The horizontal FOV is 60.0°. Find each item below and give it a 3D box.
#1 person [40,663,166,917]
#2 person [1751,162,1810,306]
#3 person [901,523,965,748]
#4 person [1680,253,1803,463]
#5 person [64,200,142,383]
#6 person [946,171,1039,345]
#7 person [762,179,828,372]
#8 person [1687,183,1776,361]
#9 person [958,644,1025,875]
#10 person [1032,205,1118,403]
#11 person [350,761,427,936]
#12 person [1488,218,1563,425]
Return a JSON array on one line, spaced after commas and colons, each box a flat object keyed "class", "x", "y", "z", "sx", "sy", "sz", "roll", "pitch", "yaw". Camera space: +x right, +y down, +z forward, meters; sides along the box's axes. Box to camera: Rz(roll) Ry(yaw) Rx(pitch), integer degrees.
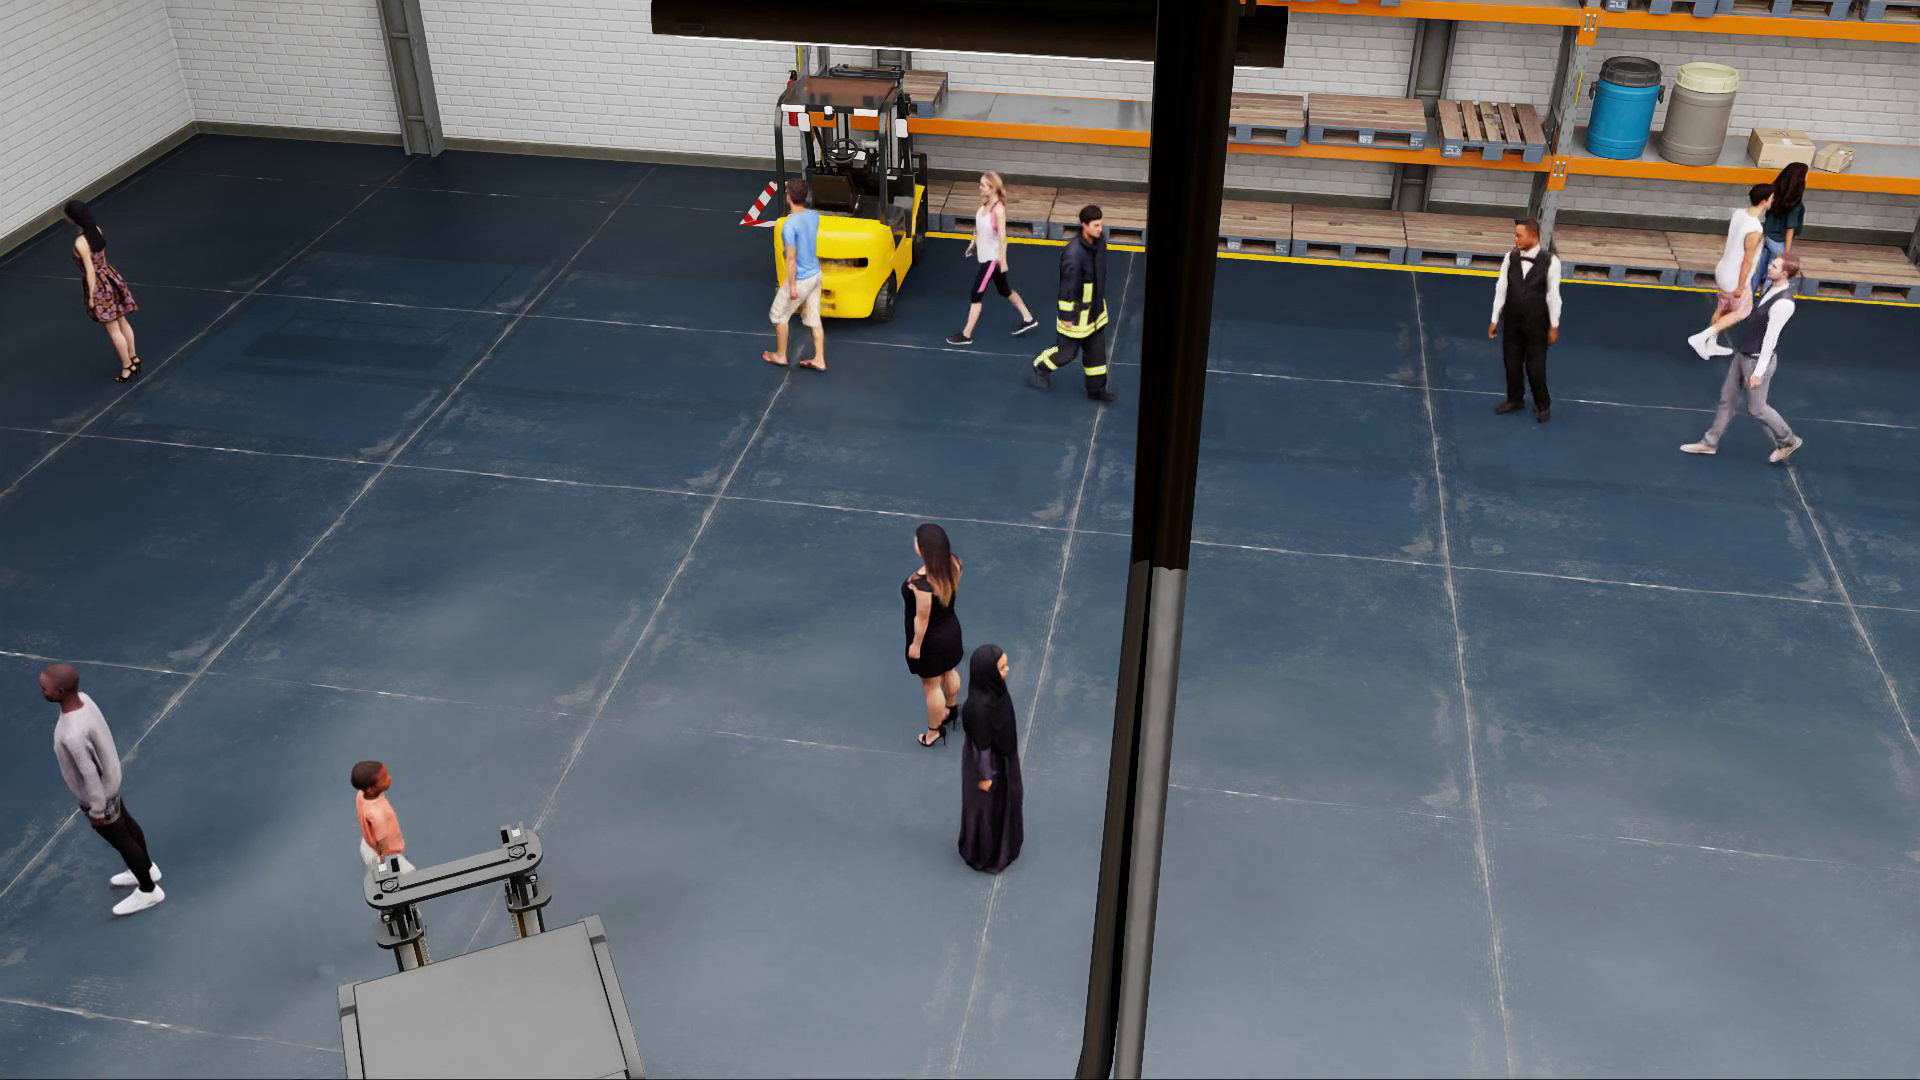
[{"class": "person", "x": -5.019, "y": 1.437, "z": 9.730, "sx": 0.710, "sy": 1.772, "sz": 0.695, "roll": -14, "pitch": 36, "yaw": -20}, {"class": "person", "x": 8.091, "y": -2.964, "z": 16.491, "sx": 0.692, "sy": 1.616, "sz": 0.677, "roll": -5, "pitch": 34, "yaw": -8}, {"class": "person", "x": -0.157, "y": 0.630, "z": 10.993, "sx": 0.713, "sy": 1.718, "sz": 0.729, "roll": 17, "pitch": 37, "yaw": 24}, {"class": "person", "x": 6.820, "y": -1.501, "z": 14.028, "sx": 1.154, "sy": 1.908, "sz": 0.679, "roll": 7, "pitch": 34, "yaw": 10}, {"class": "person", "x": -7.911, "y": -2.297, "z": 15.343, "sx": 0.749, "sy": 1.777, "sz": 0.733, "roll": -2, "pitch": 34, "yaw": -4}, {"class": "person", "x": 0.404, "y": -2.699, "z": 15.976, "sx": 1.254, "sy": 1.746, "sz": 0.950, "roll": -8, "pitch": 34, "yaw": -12}, {"class": "person", "x": -1.387, "y": -2.413, "z": 15.460, "sx": 1.005, "sy": 1.841, "sz": 0.859, "roll": 19, "pitch": 38, "yaw": 26}, {"class": "person", "x": 7.210, "y": -2.501, "z": 15.653, "sx": 0.822, "sy": 1.774, "sz": 0.728, "roll": -1, "pitch": 34, "yaw": -2}, {"class": "person", "x": 0.161, "y": 1.304, "z": 10.073, "sx": 0.667, "sy": 1.613, "sz": 0.652, "roll": 12, "pitch": 36, "yaw": 18}, {"class": "person", "x": 1.040, "y": -2.148, "z": 15.008, "sx": 1.260, "sy": 1.900, "sz": 1.114, "roll": 25, "pitch": 41, "yaw": 32}, {"class": "person", "x": -3.396, "y": 1.811, "z": 9.594, "sx": 0.626, "sy": 1.300, "sz": 0.571, "roll": -18, "pitch": 38, "yaw": -25}, {"class": "person", "x": 5.055, "y": -1.939, "z": 14.714, "sx": 0.842, "sy": 1.877, "sz": 1.003, "roll": 16, "pitch": 37, "yaw": 22}]
